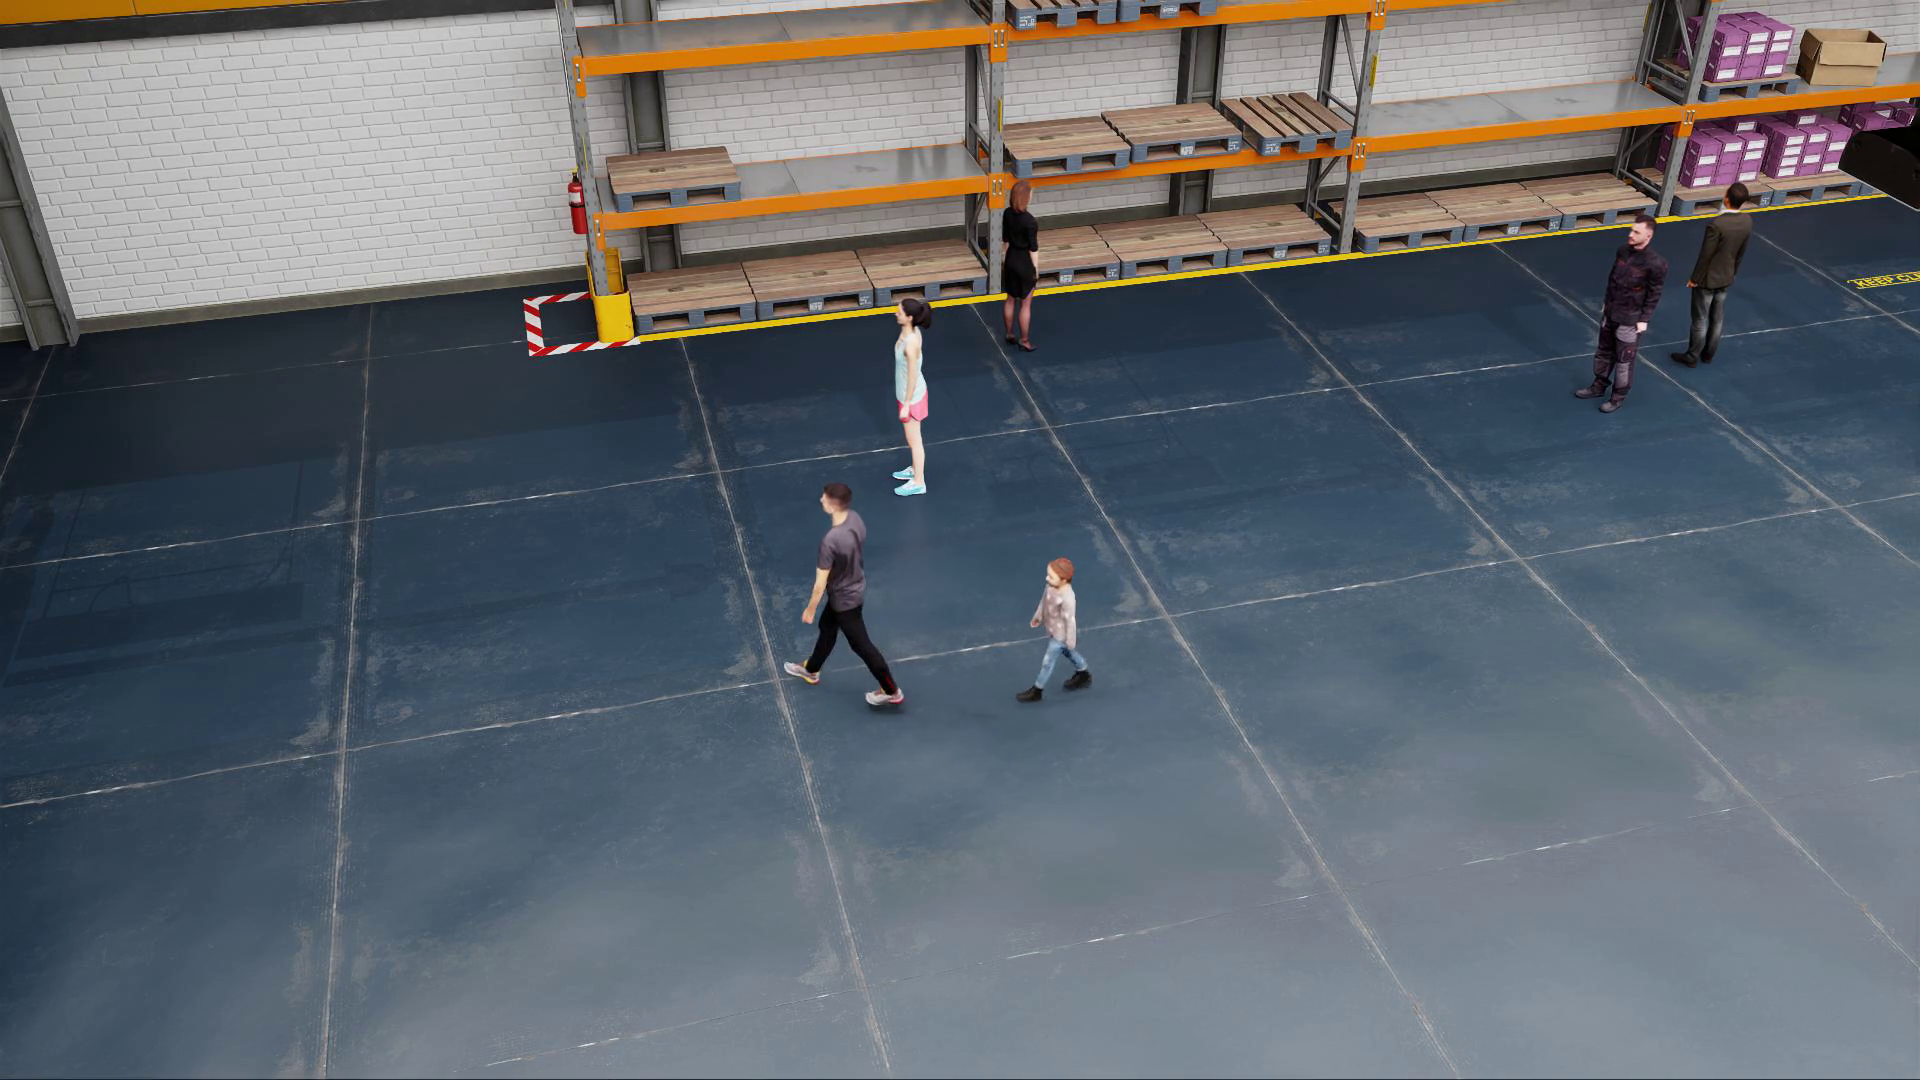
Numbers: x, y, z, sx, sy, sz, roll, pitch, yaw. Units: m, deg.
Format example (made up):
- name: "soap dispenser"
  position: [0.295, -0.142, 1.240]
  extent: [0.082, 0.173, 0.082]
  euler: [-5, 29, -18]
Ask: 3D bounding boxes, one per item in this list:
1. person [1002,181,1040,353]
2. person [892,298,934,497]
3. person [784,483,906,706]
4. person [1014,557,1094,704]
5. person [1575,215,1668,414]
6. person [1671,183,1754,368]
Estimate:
- name: "person"
  position: [0.572, -2.615, 15.919]
  extent: [0.646, 1.706, 0.658]
  euler: [-26, 41, -33]
- name: "person"
  position: [-0.411, -1.189, 13.720]
  extent: [0.652, 1.764, 0.647]
  euler: [-1, 34, -1]
- name: "person"
  position: [-0.709, 0.426, 11.332]
  extent: [1.266, 1.718, 1.067]
  euler: [10, 35, 15]
- name: "person"
  position: [0.743, 0.610, 11.551]
  extent: [0.820, 1.170, 0.496]
  euler: [-10, 35, -14]
- name: "person"
  position: [5.995, -2.059, 14.946]
  extent: [0.667, 1.857, 0.748]
  euler: [-14, 36, -20]
- name: "person"
  position: [7.110, -2.496, 15.650]
  extent: [0.508, 1.804, 0.767]
  euler: [-13, 36, -19]
